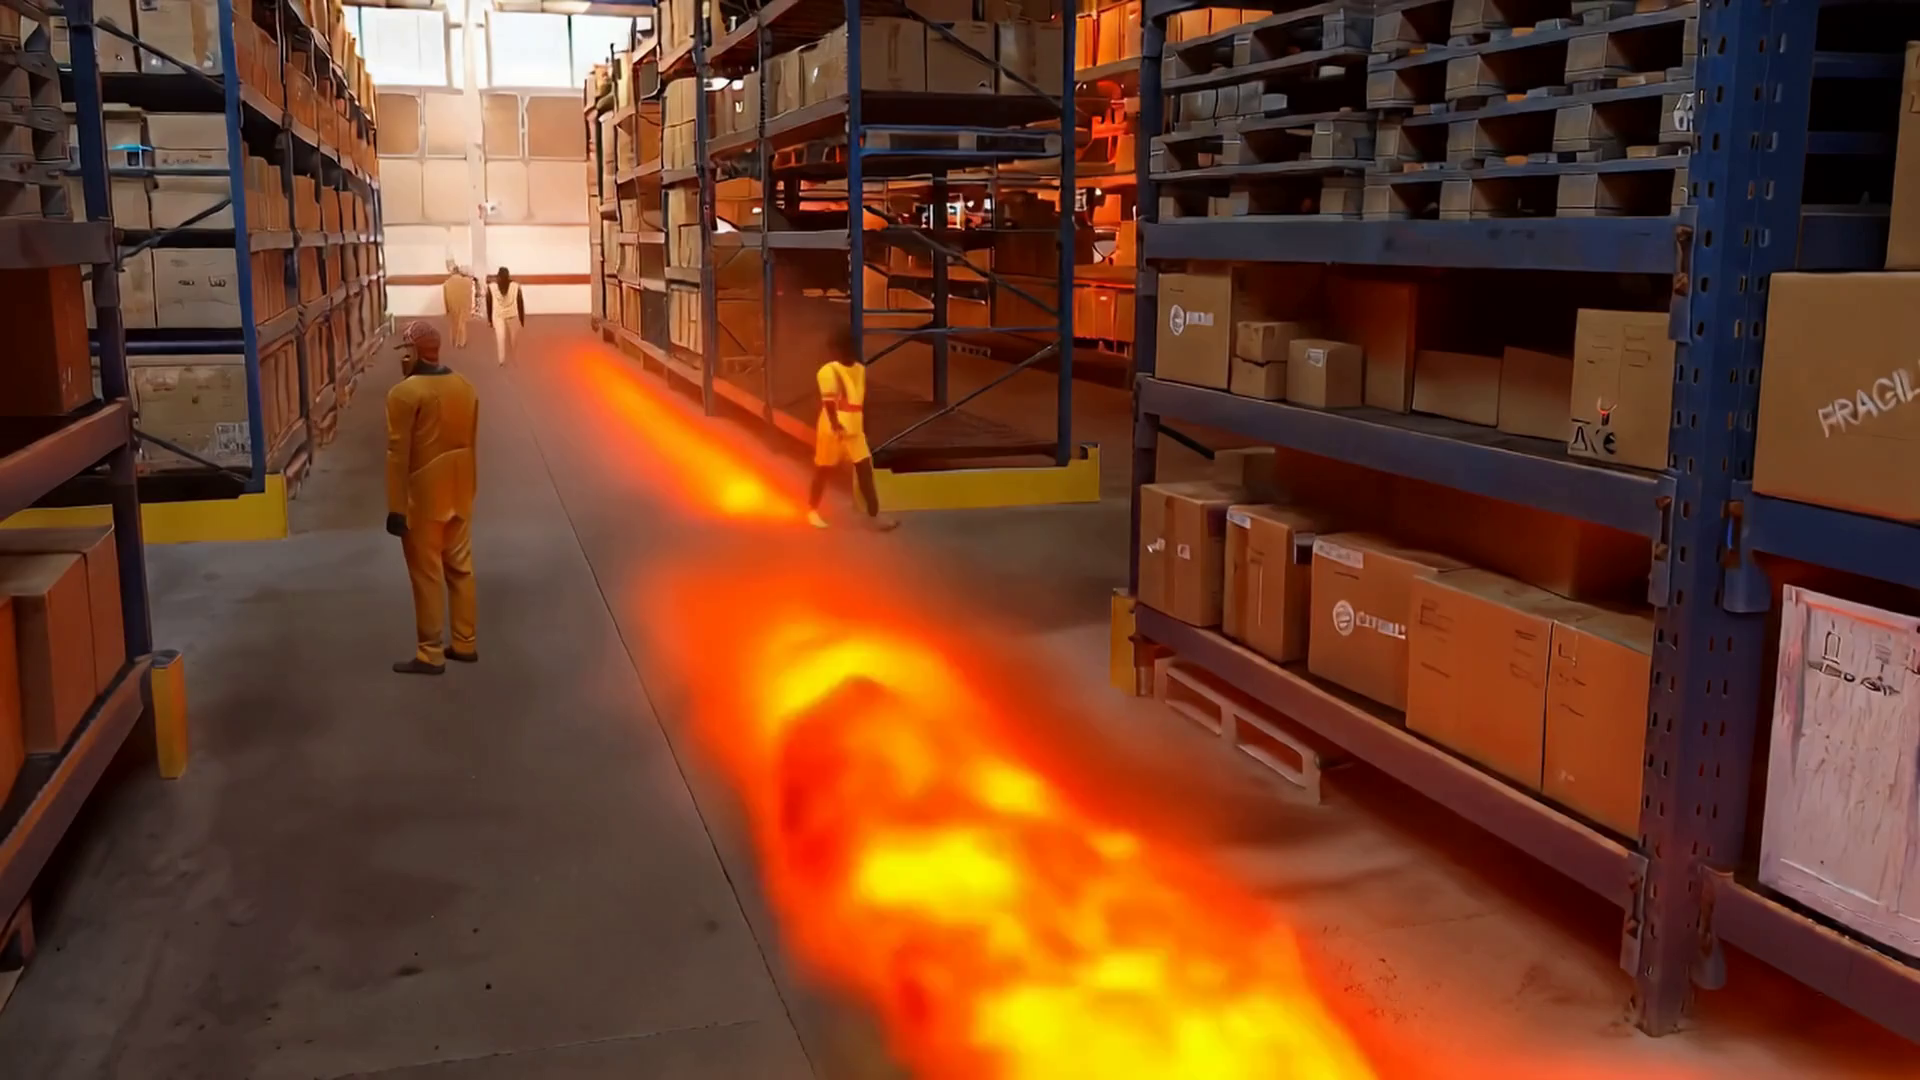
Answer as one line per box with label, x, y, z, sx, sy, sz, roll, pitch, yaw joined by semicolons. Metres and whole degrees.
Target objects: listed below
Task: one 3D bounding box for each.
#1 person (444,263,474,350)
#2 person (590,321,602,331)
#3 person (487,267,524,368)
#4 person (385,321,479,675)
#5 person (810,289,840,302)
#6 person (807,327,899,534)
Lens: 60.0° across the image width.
person;-10.538;-4.909;34.967;0.608;1.781;0.912;-4;11;-22
person;-8.809;-6.218;41.698;0.963;1.962;0.624;-3;11;-16
person;-8.242;-4.045;30.210;0.650;1.811;0.926;-2;11;-13
person;-2.877;-0.227;9.019;0.399;1.900;0.643;4;11;20
person;-2.294;-3.693;28.372;0.523;1.769;0.319;-3;11;-18
person;-0.903;-0.862;13.174;0.895;1.640;0.541;9;14;42
